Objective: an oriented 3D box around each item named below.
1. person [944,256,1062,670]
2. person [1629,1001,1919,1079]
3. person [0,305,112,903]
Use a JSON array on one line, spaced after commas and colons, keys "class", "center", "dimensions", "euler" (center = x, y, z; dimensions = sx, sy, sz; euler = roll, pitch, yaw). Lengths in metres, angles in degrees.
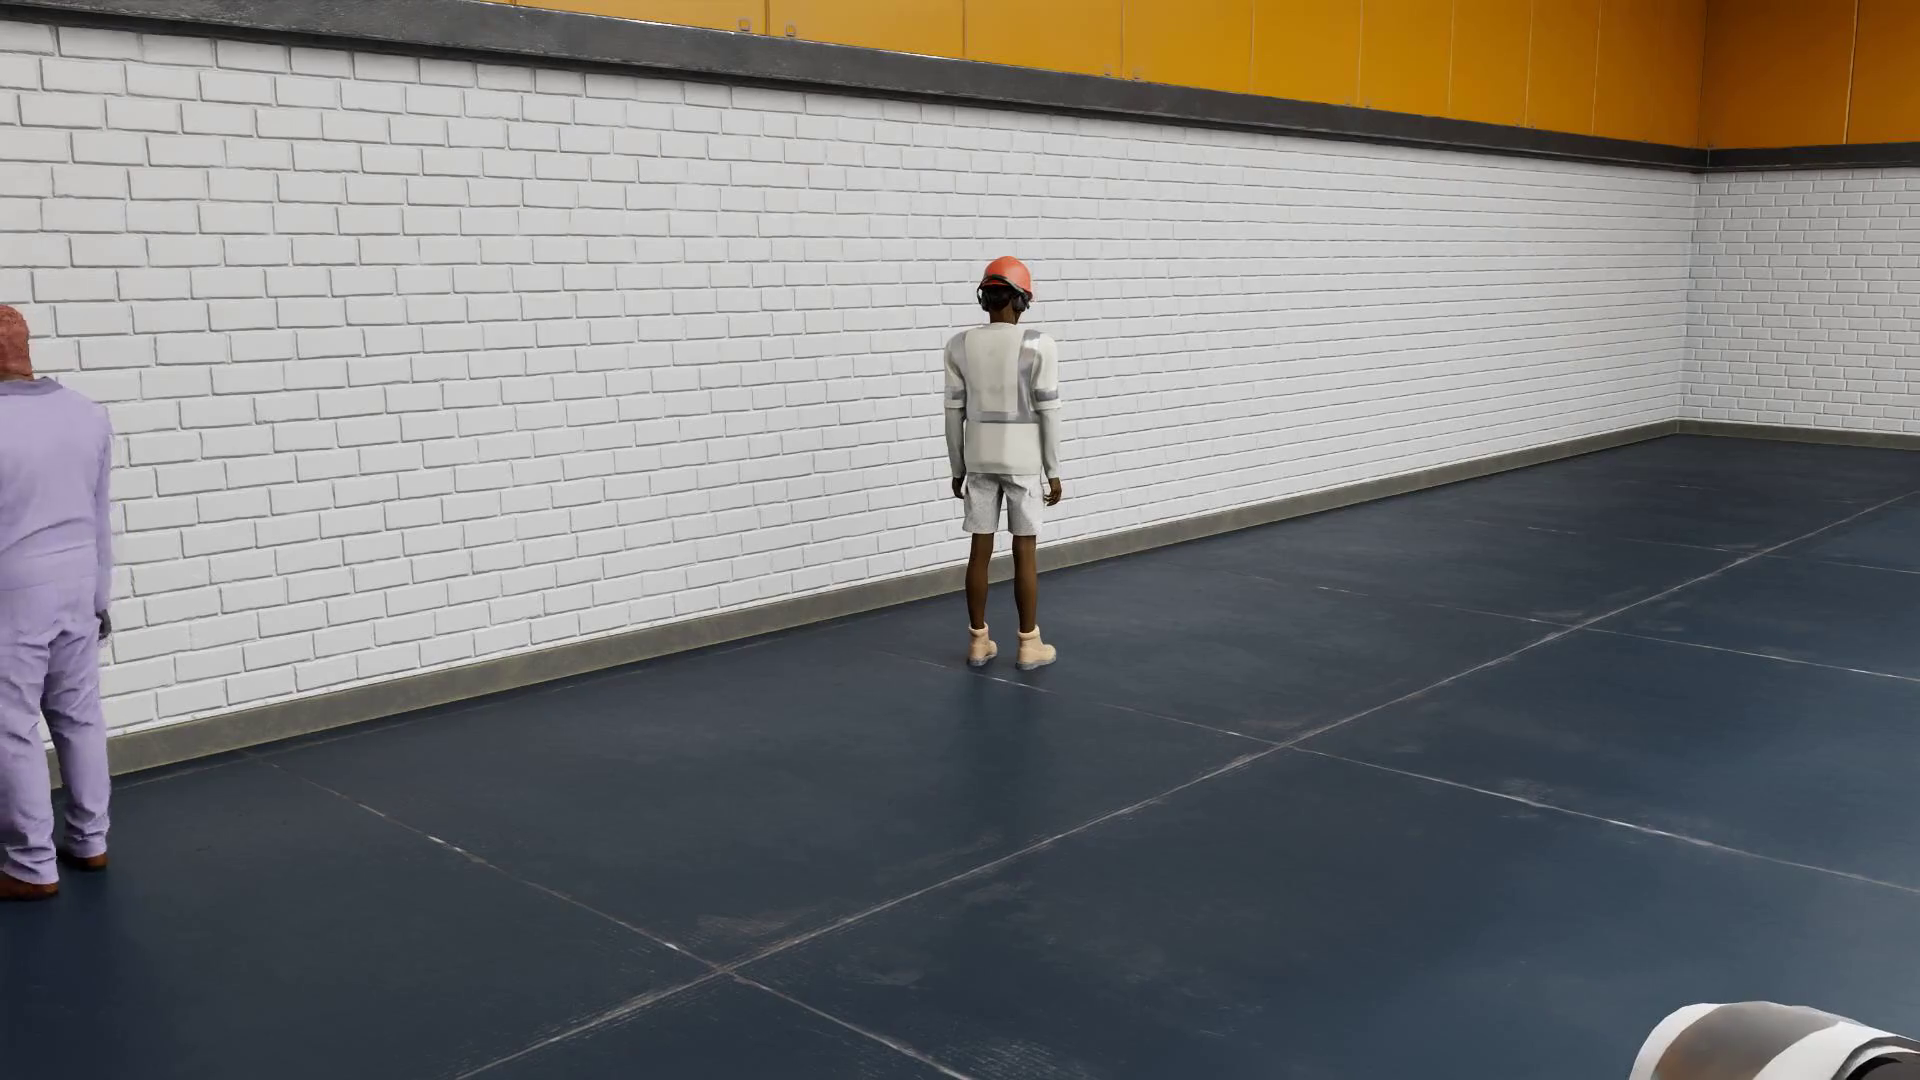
[{"class": "person", "center": [0.225, -0.375, 8.234], "dimensions": [0.605, 2.034, 0.391], "euler": [4, 11, 22]}, {"class": "person", "center": [0.556, 0.965, 1.023], "dimensions": [0.355, 1.887, 0.574], "euler": [-4, 11, -22]}, {"class": "person", "center": [-3.013, 0.204, 5.347], "dimensions": [0.402, 1.897, 0.696], "euler": [3, 10, 14]}]
